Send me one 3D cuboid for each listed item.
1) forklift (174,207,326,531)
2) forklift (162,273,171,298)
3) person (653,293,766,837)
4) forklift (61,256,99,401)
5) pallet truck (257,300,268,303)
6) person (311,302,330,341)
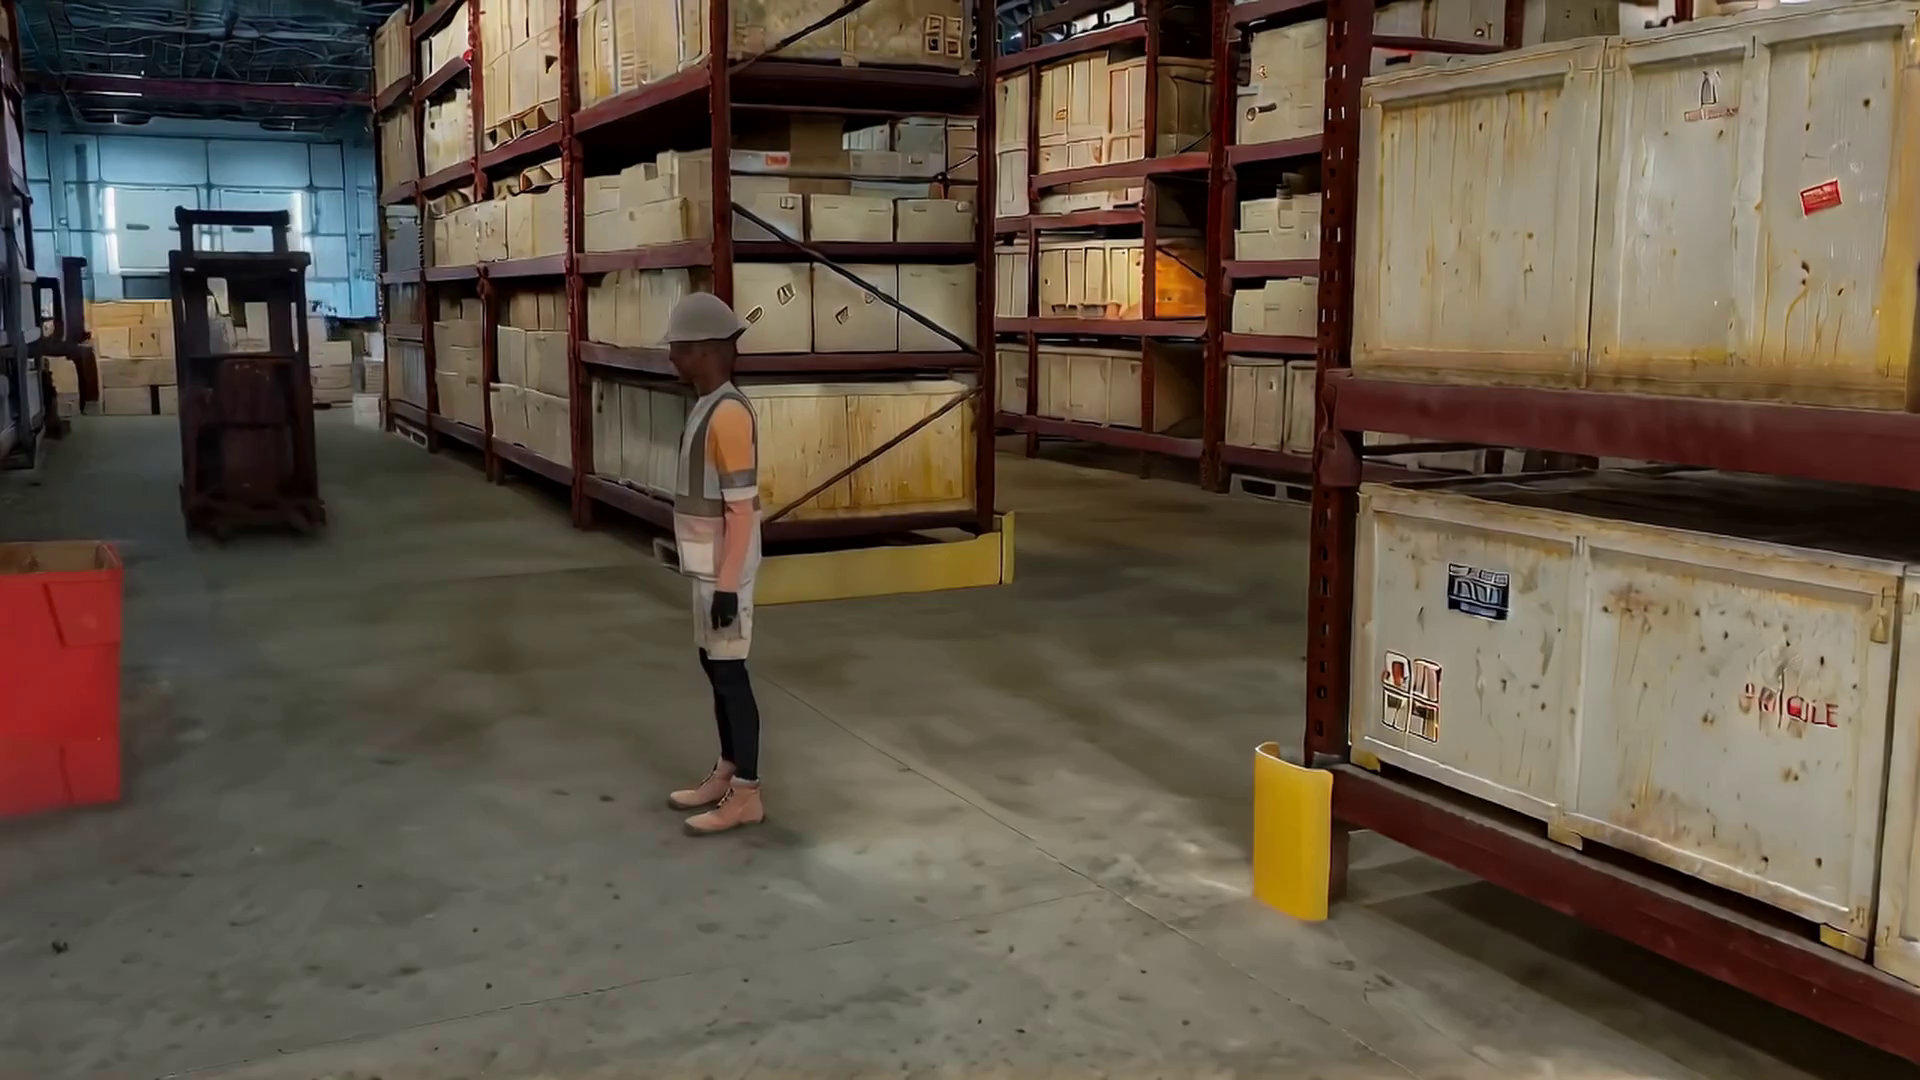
[{"bbox_3d":[-6.513,-1.592,15.064,1.129,2.768,1.873,-4,9,-26],"label":"forklift"},{"bbox_3d":[-24.331,-6.948,52.001,1.873,2.768,1.129,6,10,37],"label":"forklift"},{"bbox_3d":[-0.948,0.095,6.302,0.380,2.041,0.616,-3,9,-17],"label":"person"},{"bbox_3d":[-17.026,-4.059,32.076,1.873,2.768,1.129,-4,9,-27],"label":"forklift"},{"bbox_3d":[-23.913,-7.404,58.171,1.885,1.965,0.823,-1,8,-9],"label":"pallet truck"},{"bbox_3d":[-17.427,-5.496,45.268,0.456,1.924,0.625,5,10,31],"label":"person"}]
